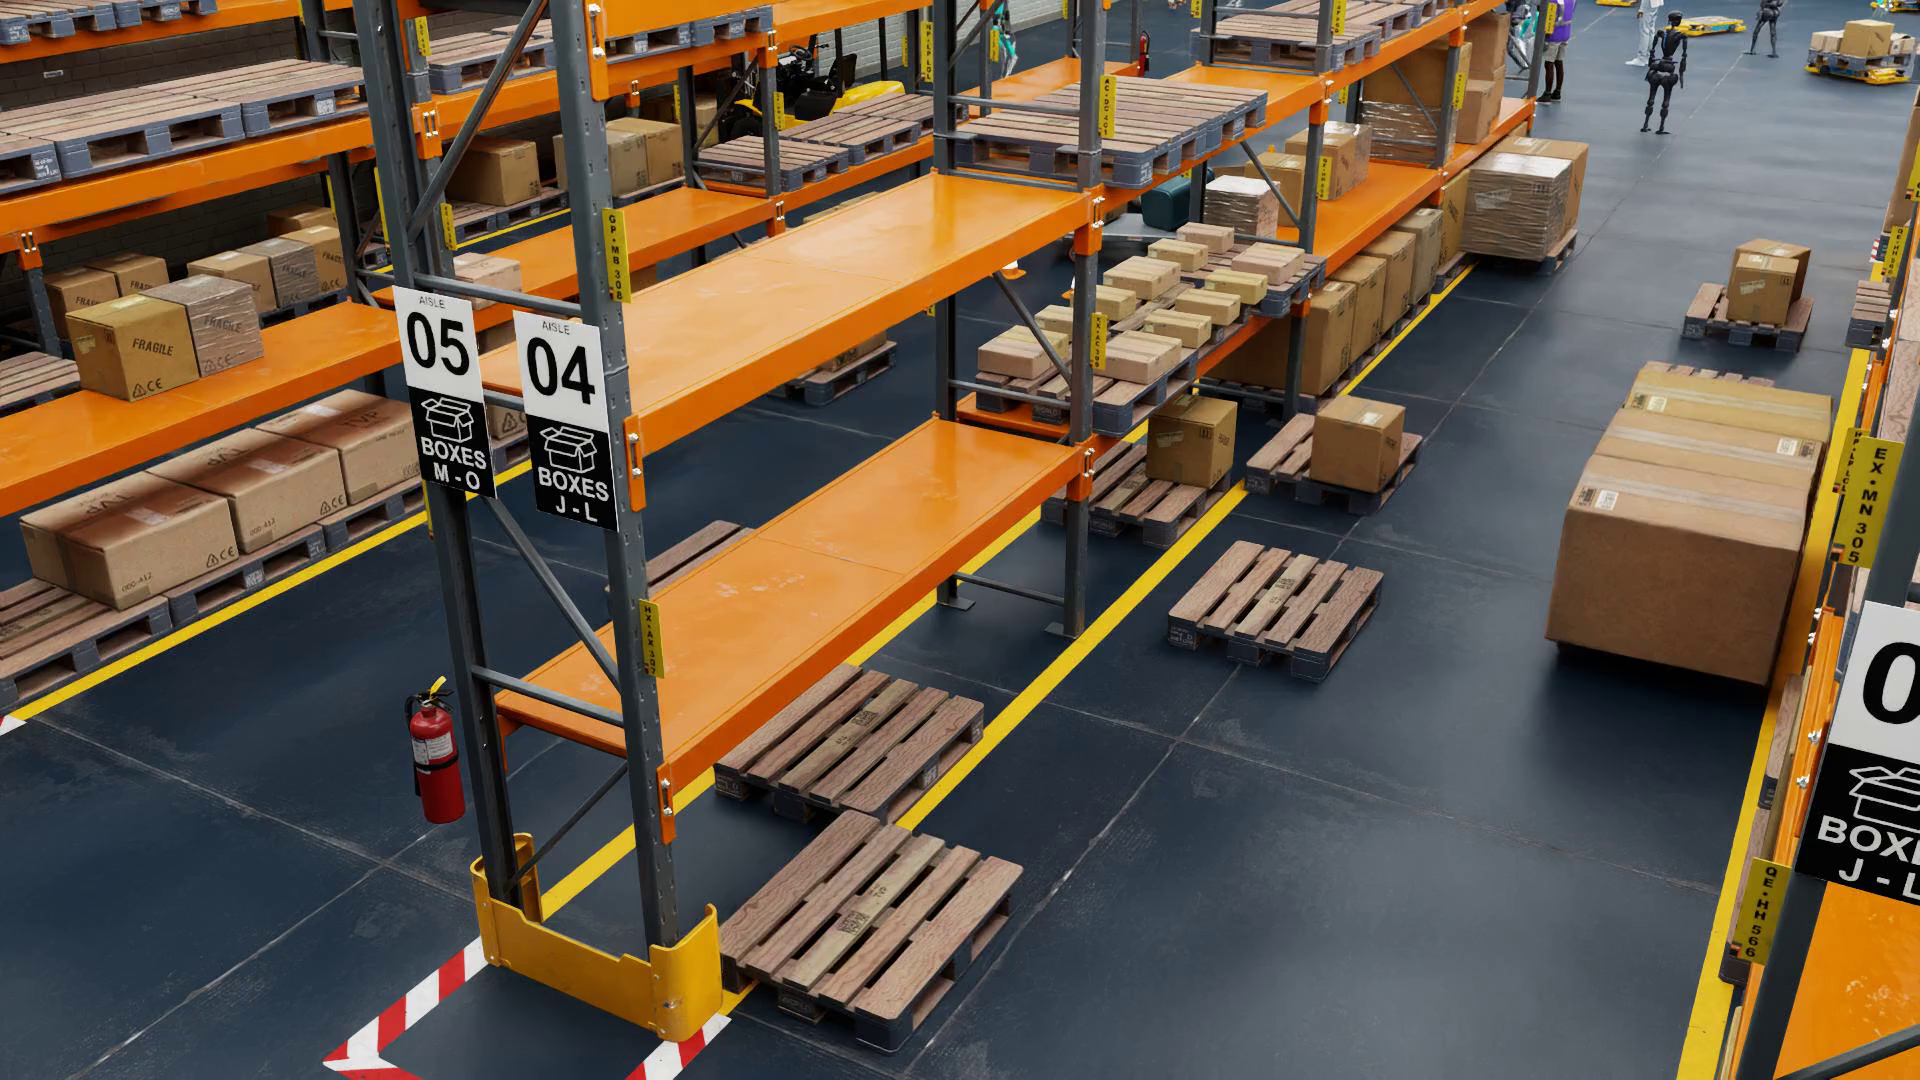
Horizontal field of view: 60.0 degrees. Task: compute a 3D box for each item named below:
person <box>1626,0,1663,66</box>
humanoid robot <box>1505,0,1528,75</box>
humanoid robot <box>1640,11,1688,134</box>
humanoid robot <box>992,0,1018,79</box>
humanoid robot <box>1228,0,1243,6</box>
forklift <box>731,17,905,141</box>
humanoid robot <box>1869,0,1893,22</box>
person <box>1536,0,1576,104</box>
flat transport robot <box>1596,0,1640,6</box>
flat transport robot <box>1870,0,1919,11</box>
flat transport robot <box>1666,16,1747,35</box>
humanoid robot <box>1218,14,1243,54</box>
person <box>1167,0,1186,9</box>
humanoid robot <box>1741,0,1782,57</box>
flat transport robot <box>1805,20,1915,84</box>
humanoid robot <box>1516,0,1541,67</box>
[{"bbox_3d":[11.714,-9.050,28.254,0.391,1.914,0.587,22,33,38],"label":"person"},{"bbox_3d":[9.075,-8.485,27.397,0.731,1.636,0.610,8,27,15],"label":"humanoid robot"},{"bbox_3d":[9.898,-6.579,23.372,0.315,1.657,0.599,-17,31,-31],"label":"humanoid robot"},{"bbox_3d":[0.757,-8.234,26.809,0.795,1.804,0.530,-23,34,-39],"label":"humanoid robot"},{"bbox_3d":[5.775,-11.931,34.448,0.815,1.756,0.548,-2,26,-5],"label":"humanoid robot"},{"bbox_3d":[-1.819,-5.975,21.543,2.313,2.155,1.214,14,29,26],"label":"forklift"},{"bbox_3d":[17.353,-10.482,31.276,0.533,1.677,0.735,-5,26,-11],"label":"humanoid robot"},{"bbox_3d":[9.051,-7.637,25.272,0.600,1.957,0.381,-22,33,-37],"label":"person"},{"bbox_3d":[14.033,-11.534,35.309,0.659,0.231,1.431,16,30,30],"label":"flat transport robot"},{"bbox_3d":[19.666,-11.052,34.307,1.431,0.231,0.659,0,26,0],"label":"flat transport robot"},{"bbox_3d":[14.249,-9.805,31.716,1.431,0.231,0.659,-13,28,-24],"label":"flat transport robot"},{"bbox_3d":[3.671,-6.545,23.385,0.600,1.633,0.796,15,30,28],"label":"humanoid robot"},{"bbox_3d":[4.531,-12.015,34.433,0.635,1.900,0.988,17,30,31],"label":"person"},{"bbox_3d":[14.120,-9.281,29.018,0.612,1.628,0.629,-21,32,-36],"label":"humanoid robot"},{"bbox_3d":[14.825,-7.763,27.472,0.659,0.231,1.431,-11,28,-22],"label":"flat transport robot"},{"bbox_3d":[9.655,-8.906,28.205,0.531,1.832,0.755,-1,26,-3],"label":"humanoid robot"}]
